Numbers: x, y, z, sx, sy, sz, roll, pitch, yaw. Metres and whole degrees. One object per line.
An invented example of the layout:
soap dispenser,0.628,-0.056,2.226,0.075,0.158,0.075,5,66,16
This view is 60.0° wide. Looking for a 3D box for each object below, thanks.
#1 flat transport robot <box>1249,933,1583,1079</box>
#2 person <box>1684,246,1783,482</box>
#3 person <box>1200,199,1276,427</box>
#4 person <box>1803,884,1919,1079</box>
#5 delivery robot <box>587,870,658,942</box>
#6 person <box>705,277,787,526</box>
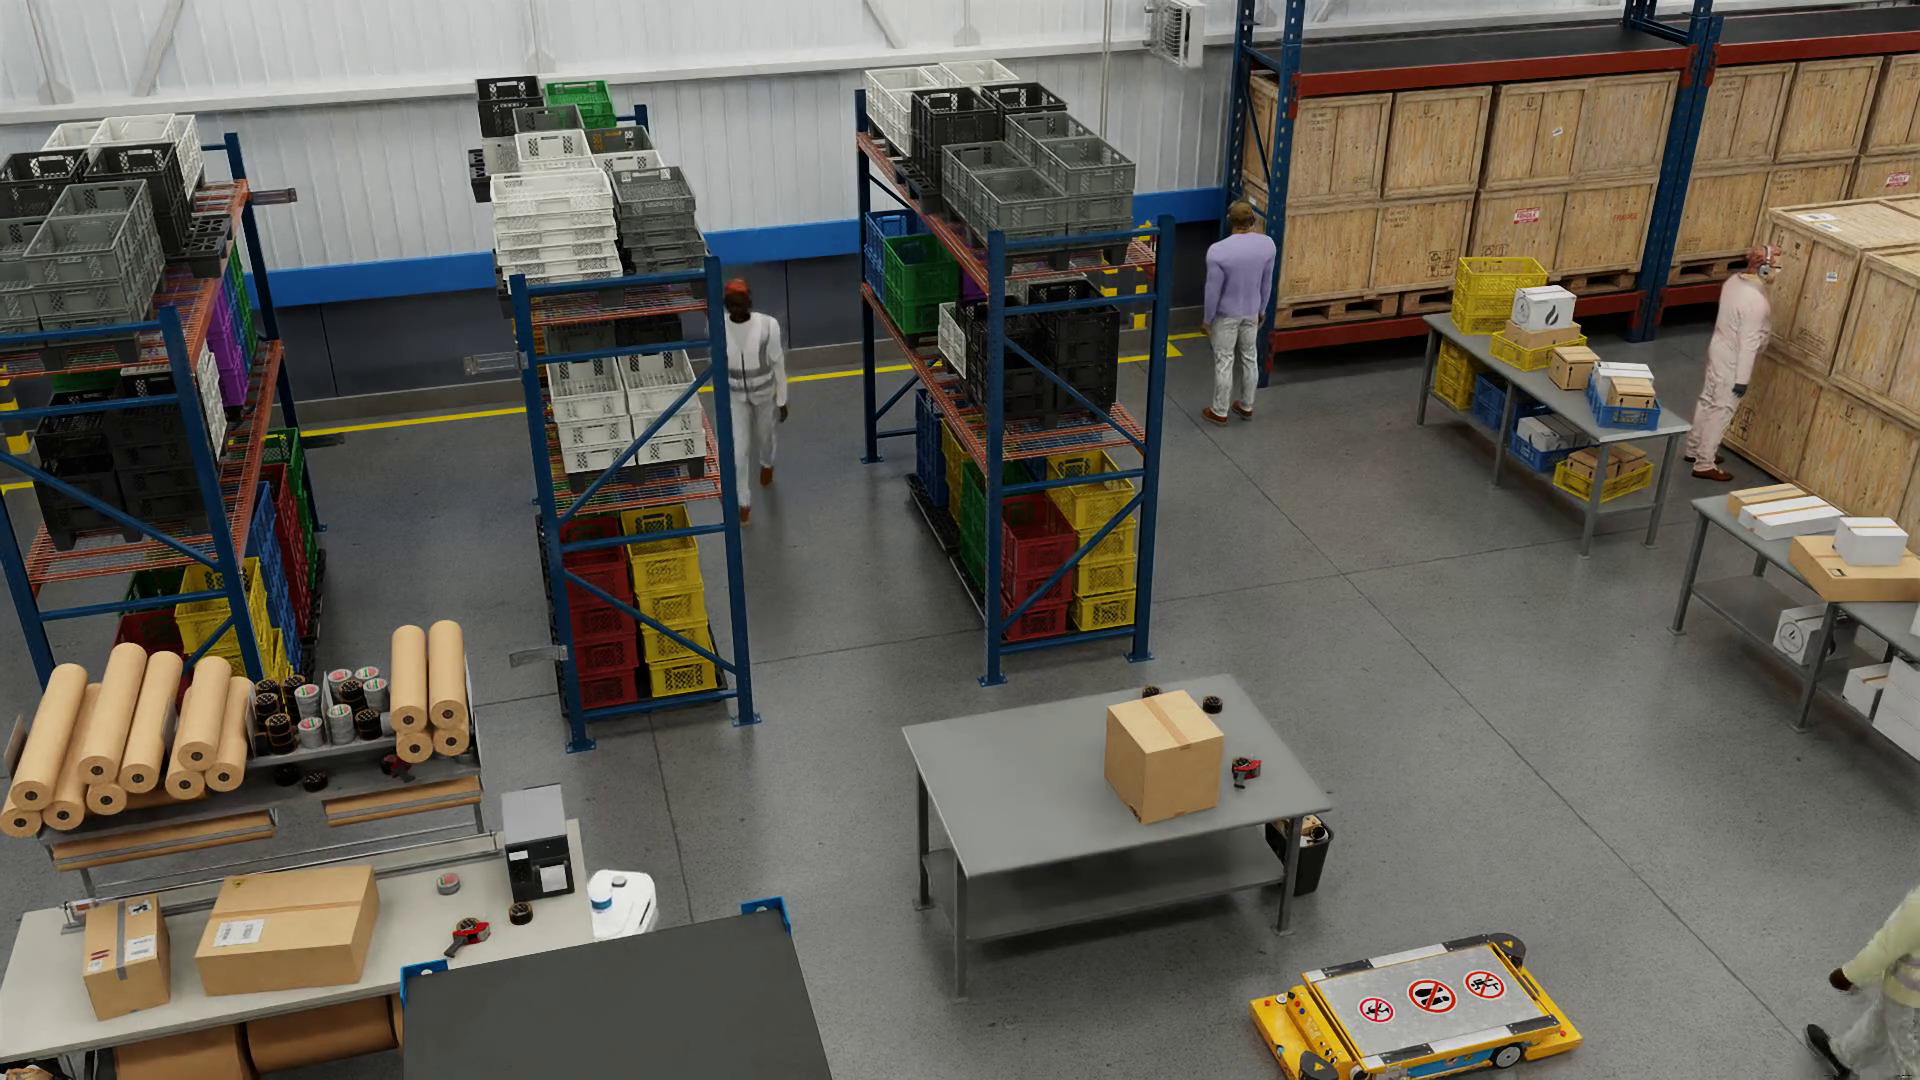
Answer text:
flat transport robot,2.184,2.282,7.980,1.431,0.197,0.652,-8,30,-14
person,6.062,-1.383,12.982,0.400,1.898,0.636,3,29,6
person,2.286,-1.881,13.840,0.629,1.937,0.376,-11,31,-19
person,4.088,1.821,7.234,0.598,1.802,0.771,-14,32,-24
delivery robot,-1.750,1.938,8.219,0.477,0.478,0.707,3,29,6
person,-1.591,-1.123,12.561,0.592,1.850,0.952,-1,29,-1
